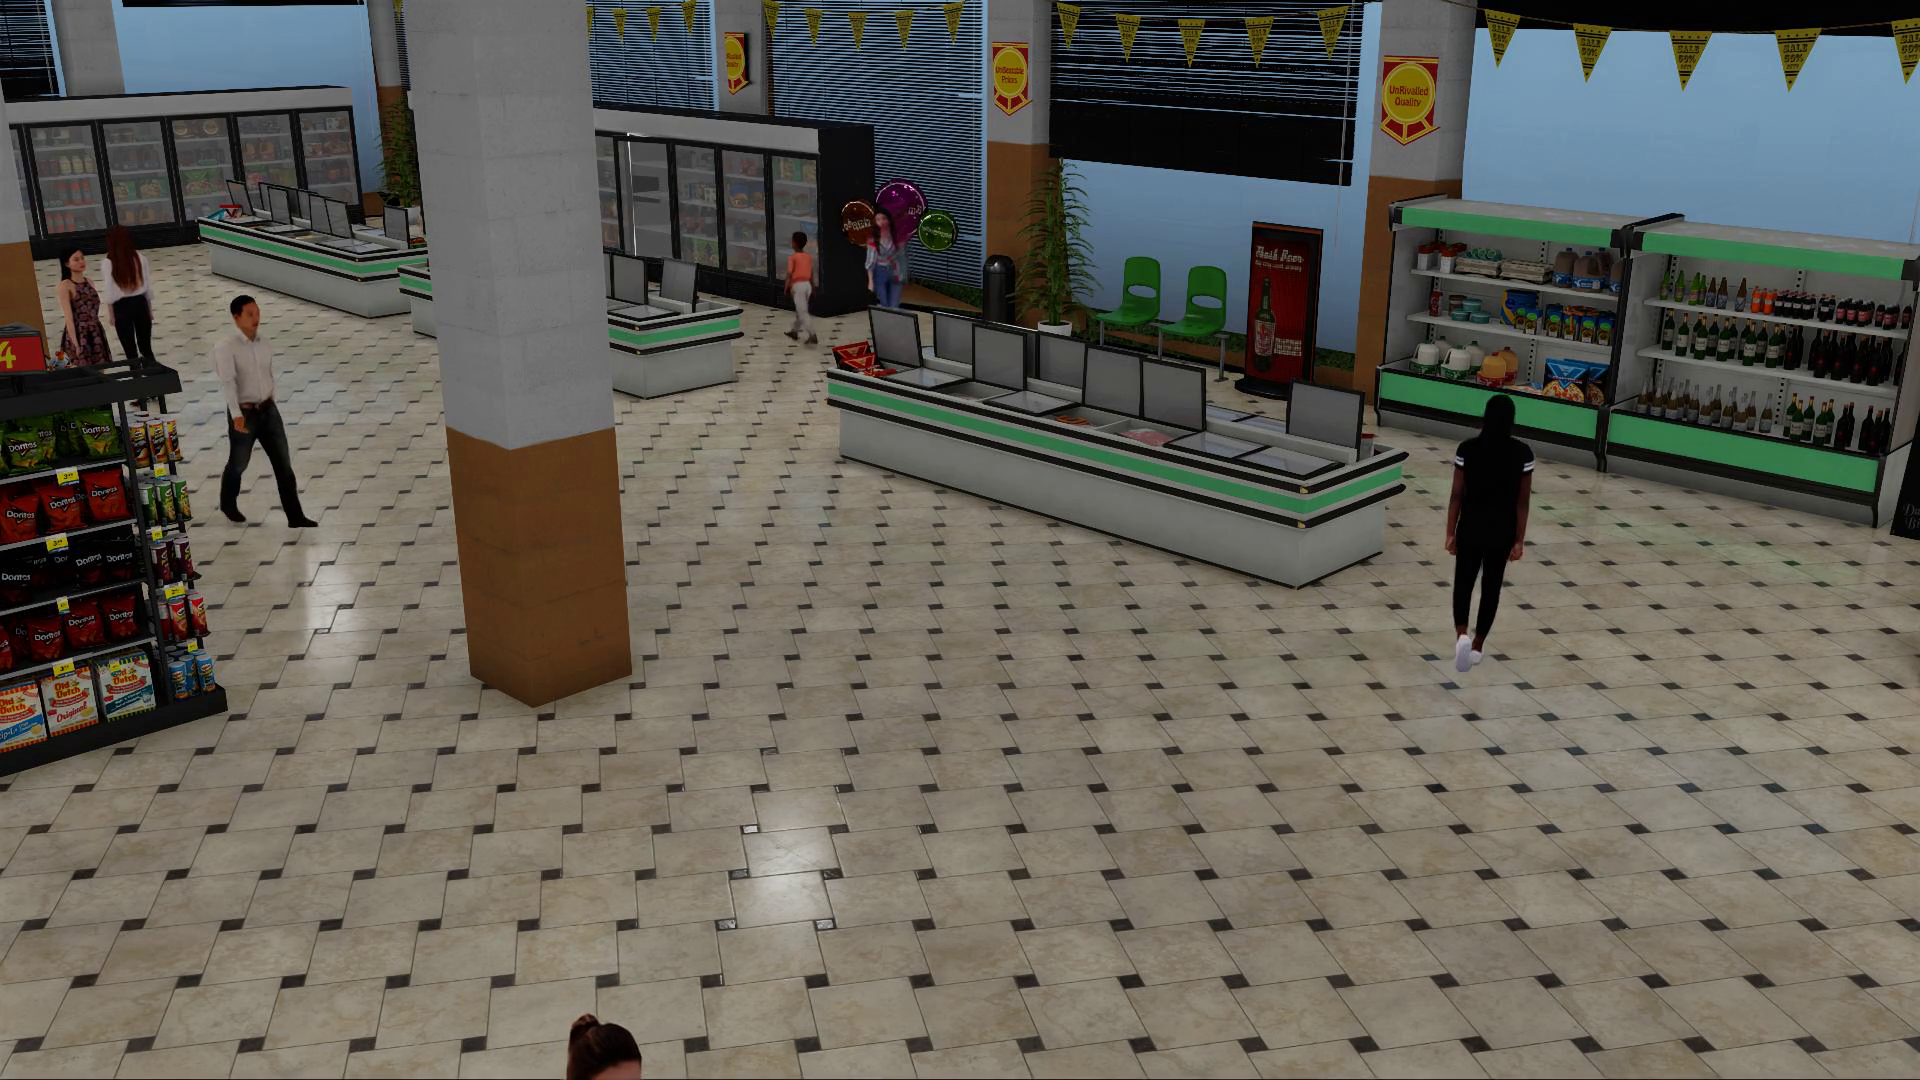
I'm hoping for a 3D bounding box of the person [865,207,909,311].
[{"bbox_3d":[-0.811,-2.983,18.949,1.068,1.560,1.153,-2,19,-6],"label":"person"}]

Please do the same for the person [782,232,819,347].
[{"bbox_3d":[-1.772,-2.829,18.931,0.491,1.278,0.897,-17,25,-41],"label":"person"}]

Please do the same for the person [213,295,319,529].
[{"bbox_3d":[-5.408,-0.929,12.534,1.247,1.766,0.856,11,22,30],"label":"person"}]

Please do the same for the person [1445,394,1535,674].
[{"bbox_3d":[3.125,-0.007,9.884,1.009,1.712,0.942,6,20,17],"label":"person"}]

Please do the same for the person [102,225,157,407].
[{"bbox_3d":[-8.095,-2.183,16.275,0.659,1.753,0.635,12,22,33],"label":"person"}]

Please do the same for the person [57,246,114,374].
[{"bbox_3d":[-7.866,-1.758,14.981,0.844,1.774,0.800,3,19,10],"label":"person"}]
